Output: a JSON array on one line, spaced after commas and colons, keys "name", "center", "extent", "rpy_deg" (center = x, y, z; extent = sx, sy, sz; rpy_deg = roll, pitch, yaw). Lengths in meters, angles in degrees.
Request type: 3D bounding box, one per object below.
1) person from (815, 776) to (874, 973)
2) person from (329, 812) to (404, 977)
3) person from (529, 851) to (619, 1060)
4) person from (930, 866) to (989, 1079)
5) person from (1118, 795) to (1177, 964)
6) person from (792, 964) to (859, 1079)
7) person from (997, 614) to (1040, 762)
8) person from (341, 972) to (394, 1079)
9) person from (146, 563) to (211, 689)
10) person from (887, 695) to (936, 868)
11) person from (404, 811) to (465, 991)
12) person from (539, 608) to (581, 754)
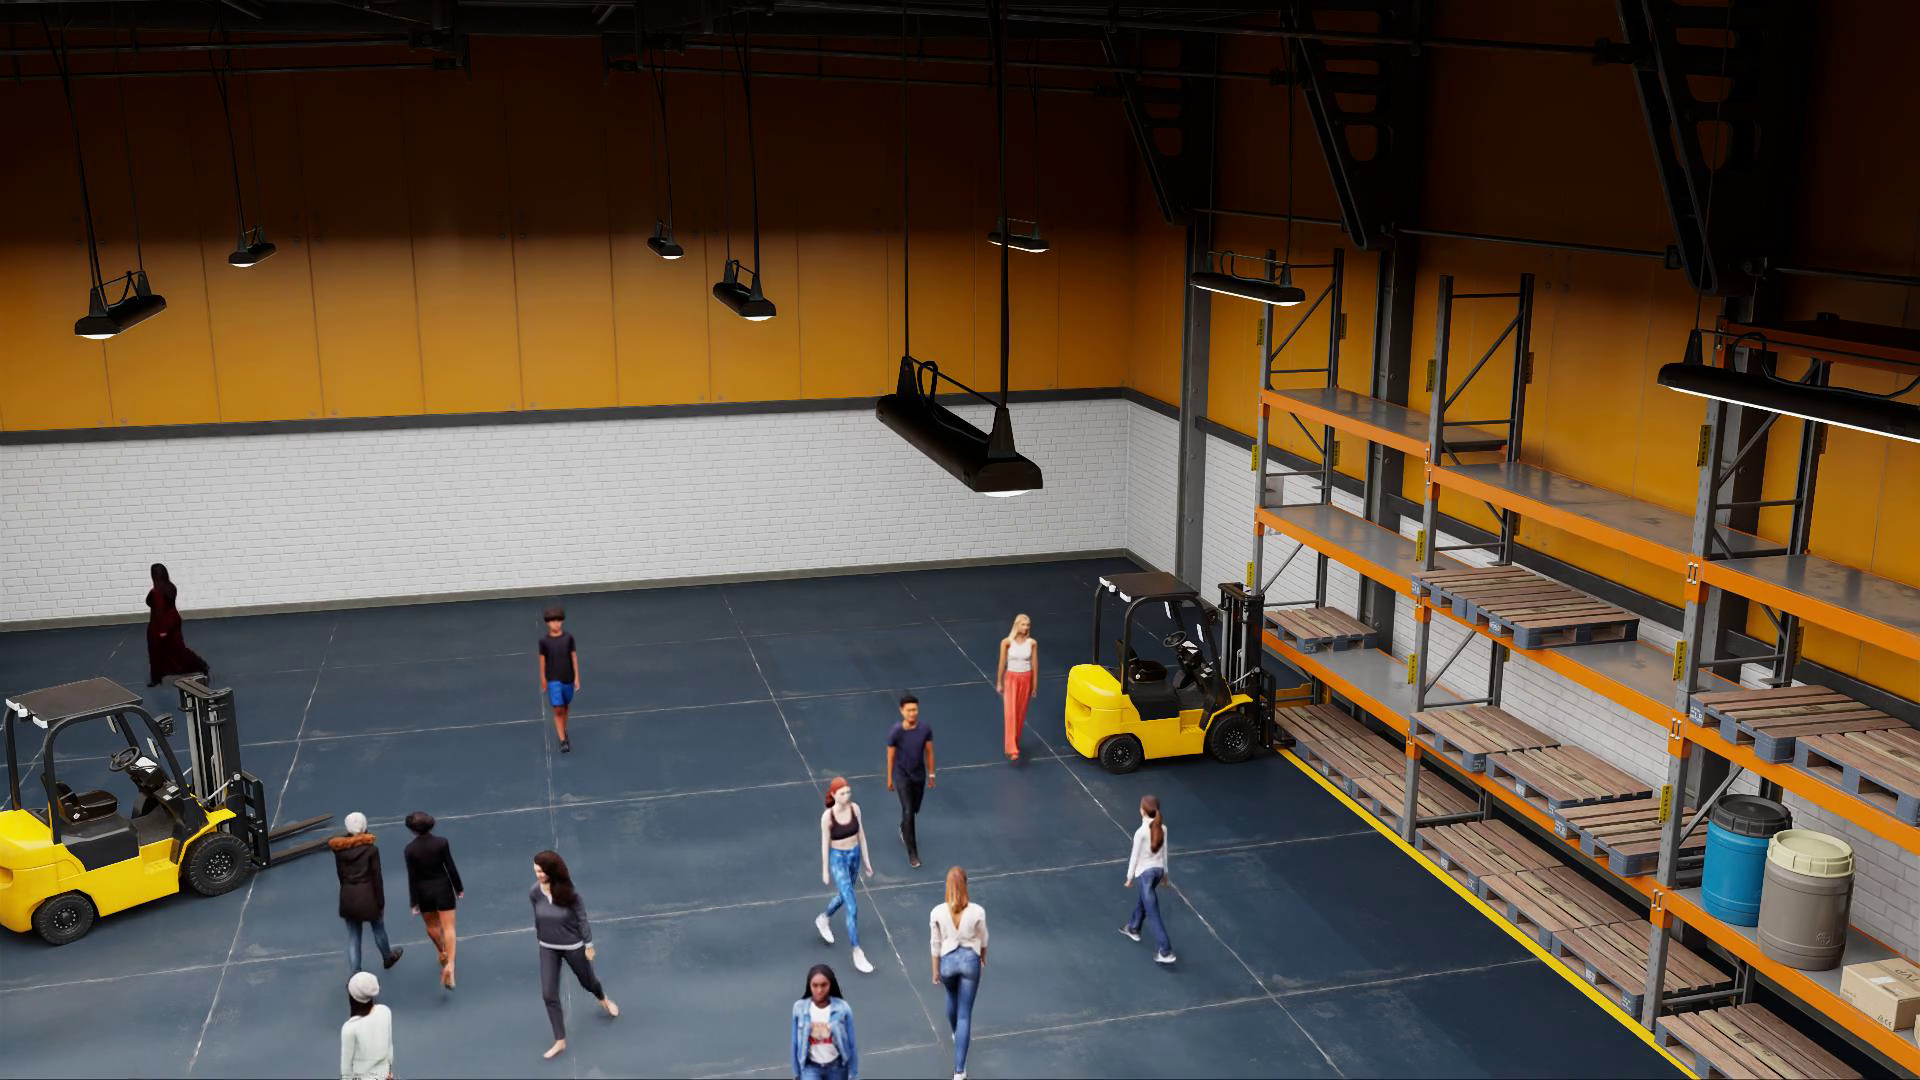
[{"name": "person", "center": [-1.090, 2.972, 15.117], "extent": [0.934, 1.750, 1.245], "rpy_deg": [-12, 18, -40]}, {"name": "person", "center": [-5.265, 3.184, 14.534], "extent": [0.794, 1.613, 0.993], "rpy_deg": [1, 14, 4]}, {"name": "person", "center": [-3.230, 3.323, 13.711], "extent": [0.931, 1.729, 1.164], "rpy_deg": [0, 14, 0]}, {"name": "person", "center": [-0.005, 3.474, 13.205], "extent": [0.925, 1.674, 1.232], "rpy_deg": [1, 14, 5]}, {"name": "person", "center": [1.763, 3.096, 15.098], "extent": [0.777, 1.518, 1.123], "rpy_deg": [-9, 16, -33]}, {"name": "person", "center": [-0.954, 3.800, 11.878], "extent": [0.788, 1.665, 1.219], "rpy_deg": [-1, 14, -2]}, {"name": "person", "center": [0.690, 1.742, 20.161], "extent": [0.743, 1.765, 1.176], "rpy_deg": [-1, 14, -6]}, {"name": "person", "center": [-4.142, 3.843, 11.779], "extent": [1.008, 1.627, 0.951], "rpy_deg": [8, 16, 29]}, {"name": "person", "center": [-10.682, 1.176, 22.577], "extent": [0.876, 1.730, 1.065], "rpy_deg": [0, 14, -2]}, {"name": "person", "center": [-0.534, 2.441, 17.284], "extent": [0.684, 1.761, 1.119], "rpy_deg": [-4, 14, -18]}, {"name": "person", "center": [-4.596, 3.186, 14.569], "extent": [0.705, 1.591, 1.047], "rpy_deg": [-4, 14, -14]}, {"name": "person", "center": [-4.903, 1.693, 20.400], "extent": [0.677, 1.750, 1.147], "rpy_deg": [-5, 15, -20]}]
